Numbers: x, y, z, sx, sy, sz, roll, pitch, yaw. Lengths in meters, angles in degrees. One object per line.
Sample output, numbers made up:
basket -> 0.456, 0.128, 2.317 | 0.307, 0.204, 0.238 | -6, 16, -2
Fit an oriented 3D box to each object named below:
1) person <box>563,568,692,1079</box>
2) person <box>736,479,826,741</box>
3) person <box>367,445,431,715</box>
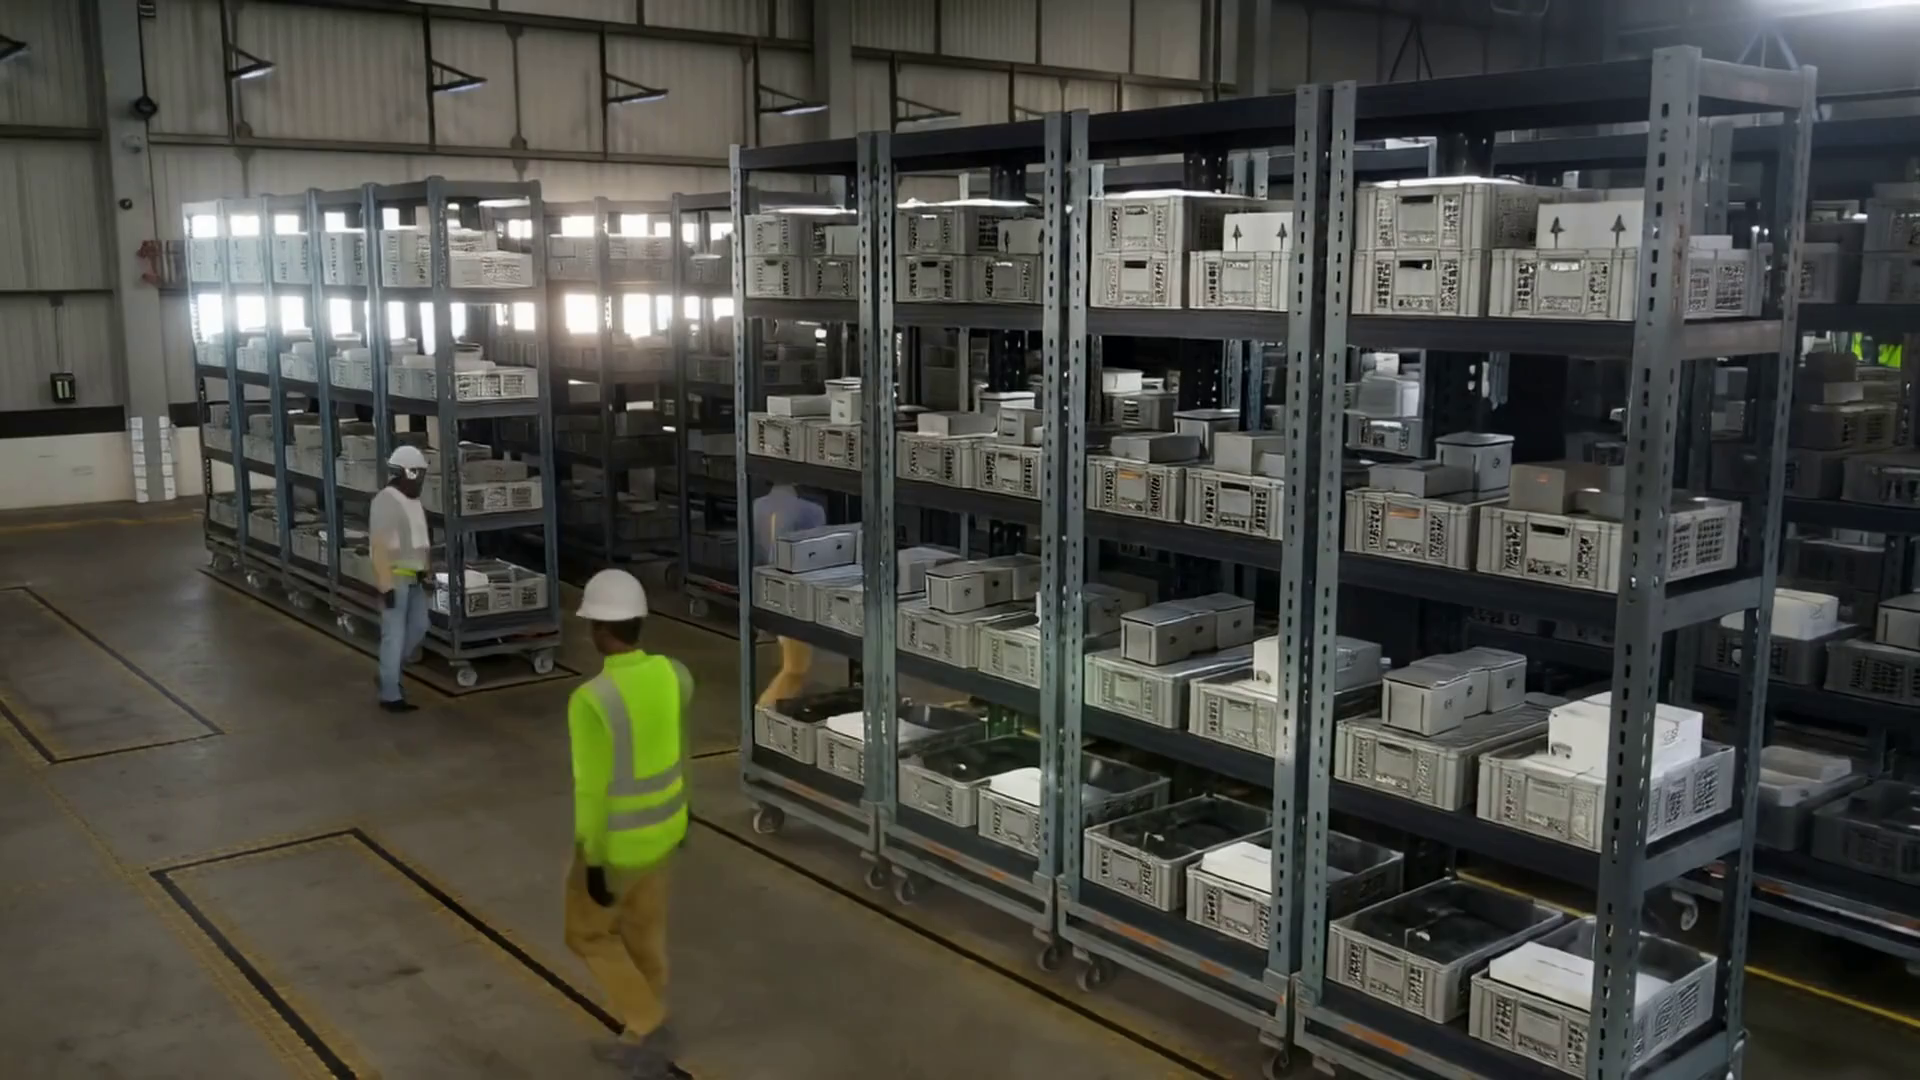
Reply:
person -> -1.183, 1.059, 6.054 | 0.483, 1.932, 0.614 | 6, 11, 32
person -> -1.089, 0.364, 10.166 | 0.616, 1.964, 0.892 | 7, 12, 38
person -> -3.824, 0.261, 11.324 | 0.439, 1.790, 0.639 | 1, 9, 6
